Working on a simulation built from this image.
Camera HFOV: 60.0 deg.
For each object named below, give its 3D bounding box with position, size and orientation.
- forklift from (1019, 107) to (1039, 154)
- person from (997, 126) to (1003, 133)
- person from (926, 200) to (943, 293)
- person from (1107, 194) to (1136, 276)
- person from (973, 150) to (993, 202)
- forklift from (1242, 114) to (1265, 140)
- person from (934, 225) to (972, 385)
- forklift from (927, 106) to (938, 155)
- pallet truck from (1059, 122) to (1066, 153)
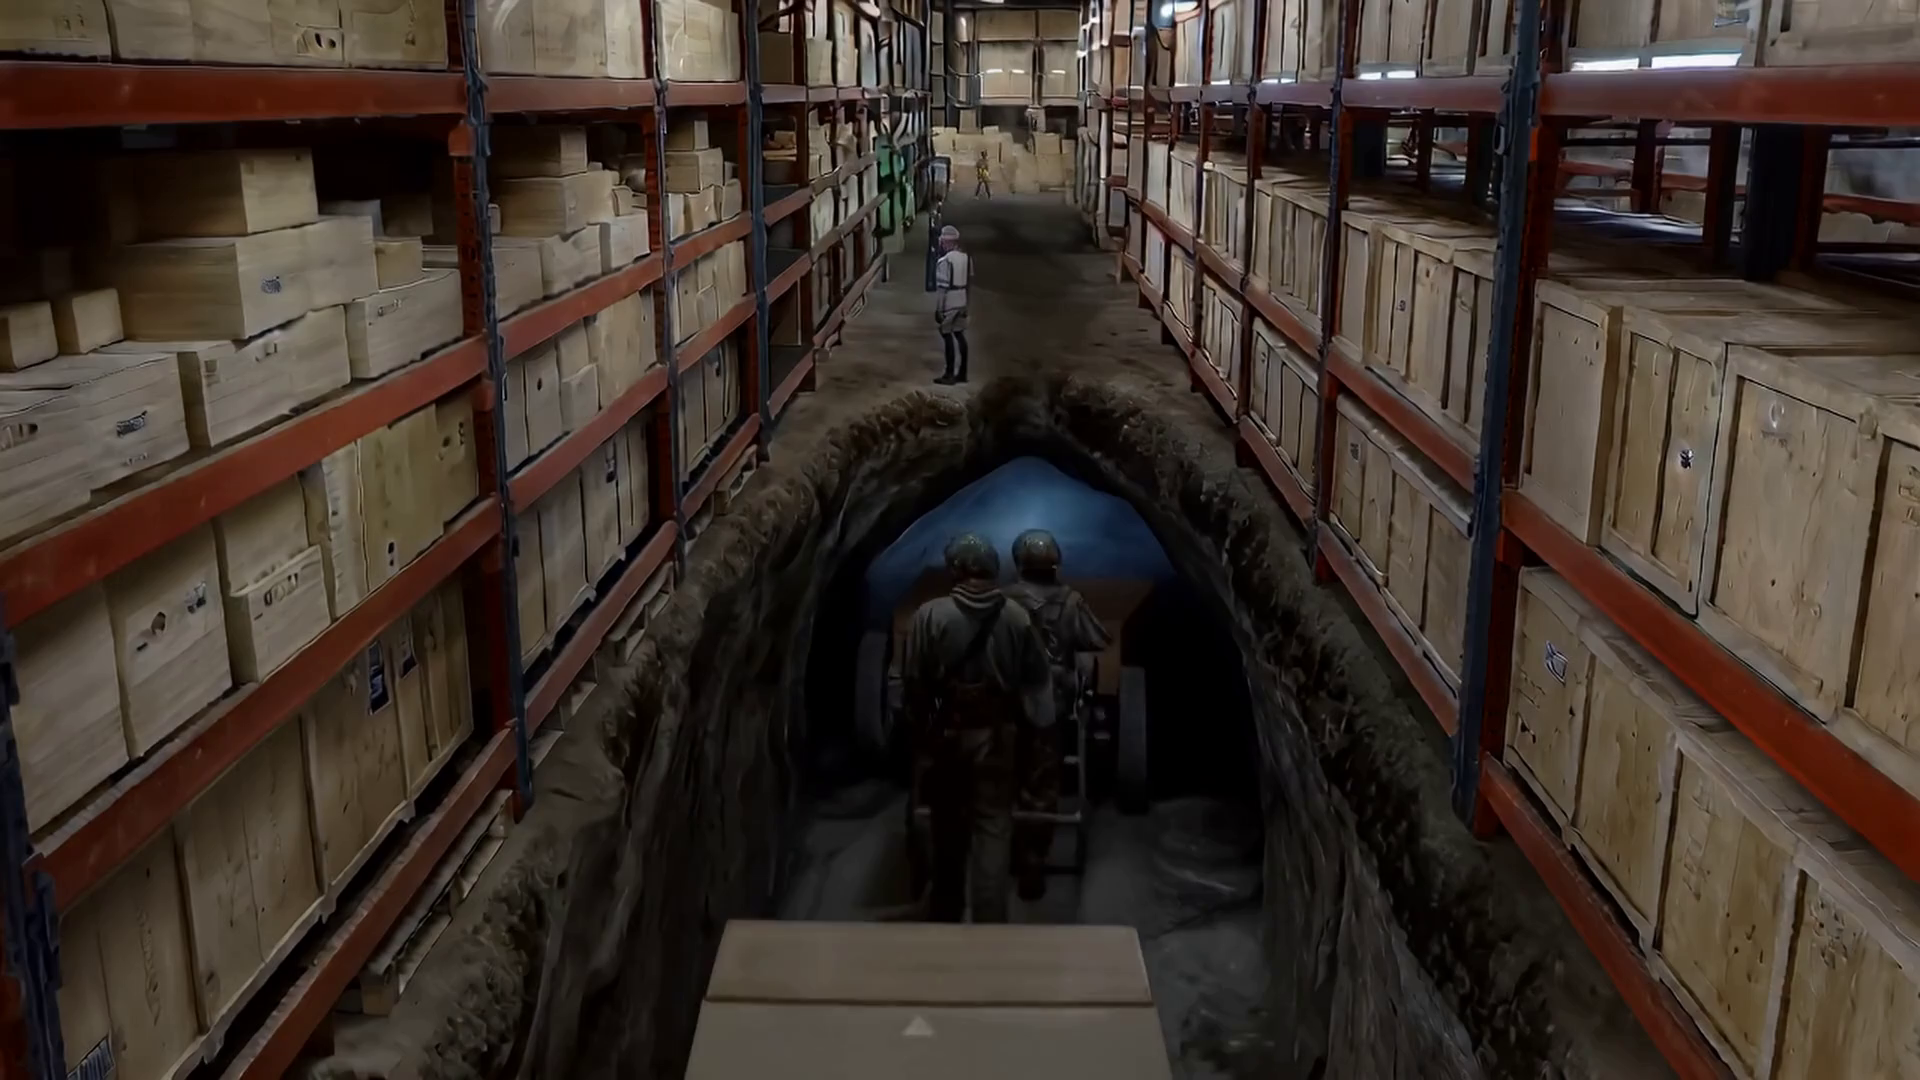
[{"bbox_3d":[3.381,-19.719,81.158,1.129,2.768,1.873,-7,17,-24],"label":"forklift"},{"bbox_3d":[2.023,-19.615,82.626,0.486,1.897,0.721,-3,15,-9],"label":"person"},{"bbox_3d":[-0.449,-5.220,29.600,0.280,1.625,0.492,5,16,19],"label":"person"},{"bbox_3d":[3.355,-5.961,32.209,0.897,1.700,0.486,1,15,3],"label":"person"},{"bbox_3d":[0.735,-11.887,54.322,0.534,1.659,0.861,-11,19,-36],"label":"person"},{"bbox_3d":[10.084,-13.342,57.433,1.873,2.768,1.129,-9,18,-32],"label":"forklift"},{"bbox_3d":[-0.110,-2.852,20.210,0.373,1.928,0.543,14,20,42],"label":"person"},{"bbox_3d":[-1.626,-20.346,83.493,1.129,2.768,1.873,-11,19,-37],"label":"forklift"},{"bbox_3d":[5.788,-21.111,88.014,1.885,1.965,0.823,5,16,18],"label":"pallet truck"}]
